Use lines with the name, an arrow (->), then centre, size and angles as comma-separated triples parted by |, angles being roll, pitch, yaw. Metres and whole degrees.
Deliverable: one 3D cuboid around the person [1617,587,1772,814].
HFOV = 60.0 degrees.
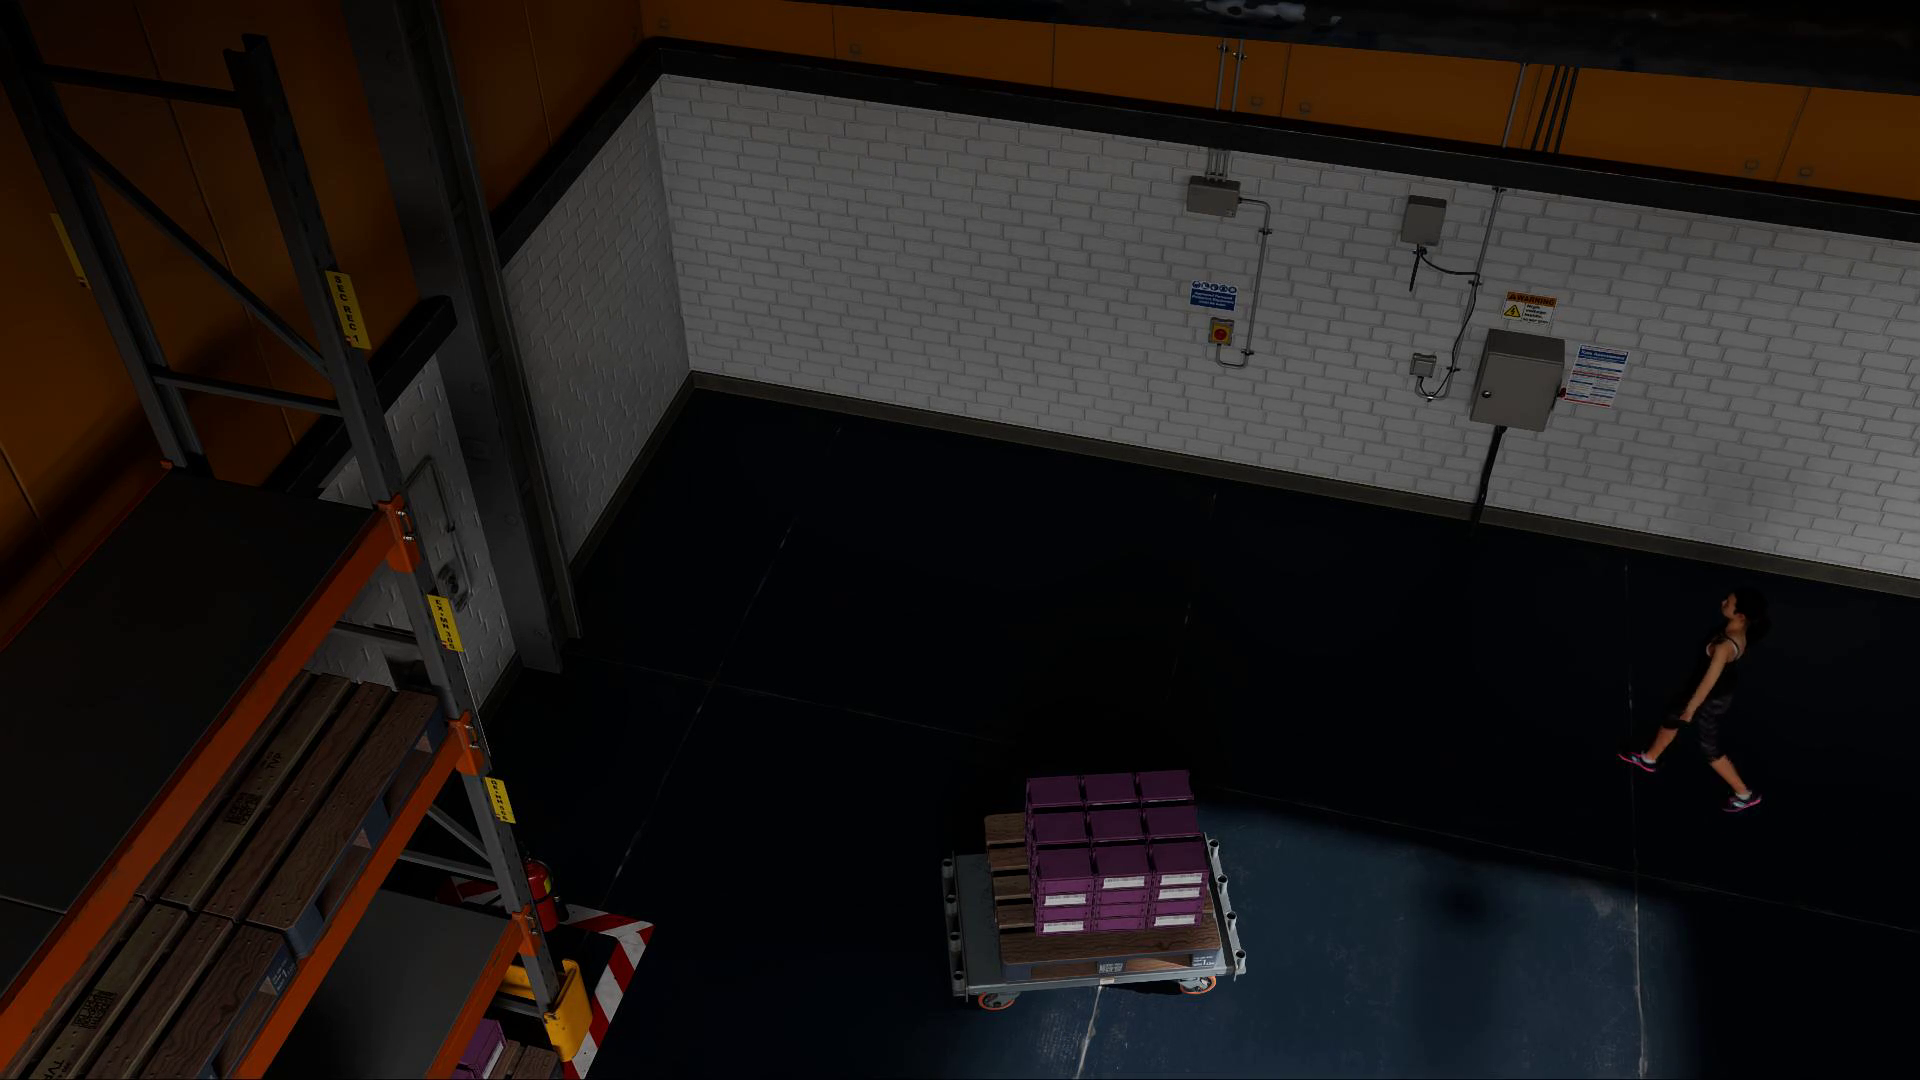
person -> 4.607, 0.980, 10.013 | 0.915, 1.693, 1.106 | 27, 50, 25
